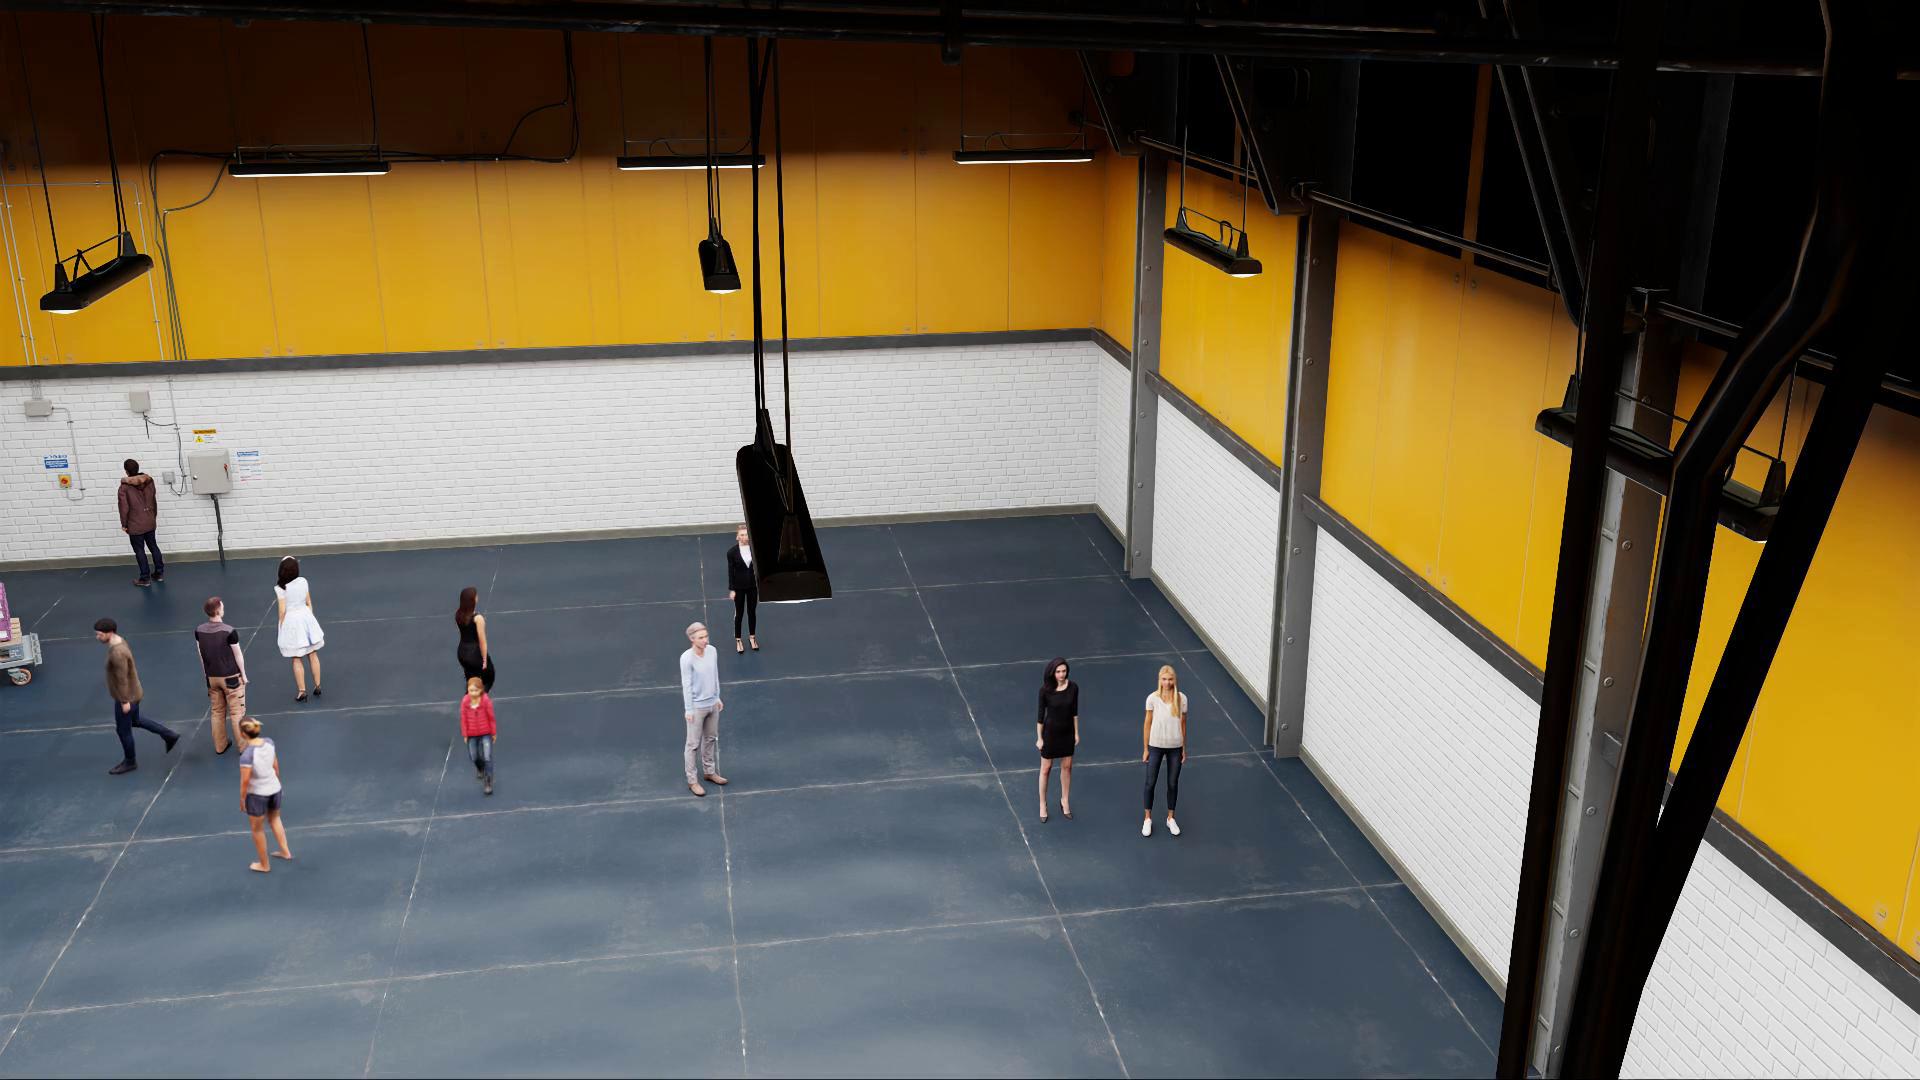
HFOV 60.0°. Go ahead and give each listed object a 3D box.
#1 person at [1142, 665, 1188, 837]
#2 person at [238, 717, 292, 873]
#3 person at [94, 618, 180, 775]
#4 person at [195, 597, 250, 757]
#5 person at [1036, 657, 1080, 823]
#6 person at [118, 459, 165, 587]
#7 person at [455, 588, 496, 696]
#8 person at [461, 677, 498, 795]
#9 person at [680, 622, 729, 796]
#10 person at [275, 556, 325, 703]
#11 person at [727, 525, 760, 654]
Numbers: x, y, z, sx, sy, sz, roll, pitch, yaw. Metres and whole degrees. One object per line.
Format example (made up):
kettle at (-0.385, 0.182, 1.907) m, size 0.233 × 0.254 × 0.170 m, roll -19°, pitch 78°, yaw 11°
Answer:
person at (2.064, 2.111, 16.816) m, size 0.613 × 1.809 × 0.534 m, roll -1°, pitch 19°, yaw -3°
person at (-6.715, 2.456, 16.088) m, size 0.769 × 1.620 × 0.673 m, roll 8°, pitch 20°, yaw 22°
person at (-8.986, 1.666, 18.077) m, size 1.028 × 1.849 × 1.060 m, roll -8°, pitch 20°, yaw -23°
person at (-8.224, 1.510, 18.553) m, size 0.761 × 1.840 × 0.727 m, roll 4°, pitch 19°, yaw 11°
person at (1.008, 2.034, 17.056) m, size 0.622 × 1.803 × 0.511 m, roll -5°, pitch 19°, yaw -15°
person at (-11.736, -0.267, 23.820) m, size 0.940 × 1.847 × 0.847 m, roll 9°, pitch 21°, yaw 25°
person at (-5.670, 1.380, 19.193) m, size 0.736 × 1.678 × 0.790 m, roll 8°, pitch 20°, yaw 22°
person at (-5.124, 2.051, 17.782) m, size 0.520 × 1.306 × 0.681 m, roll -3°, pitch 19°, yaw -8°
person at (-2.763, 1.761, 17.724) m, size 0.797 × 1.894 × 0.747 m, roll 14°, pitch 23°, yaw 36°
person at (-7.918, 1.064, 19.911) m, size 0.850 × 1.818 × 0.899 m, roll -18°, pitch 25°, yaw -42°
person at (-2.763, 0.621, 21.402) m, size 0.681 × 1.706 × 0.644 m, roll -10°, pitch 21°, yaw -26°
